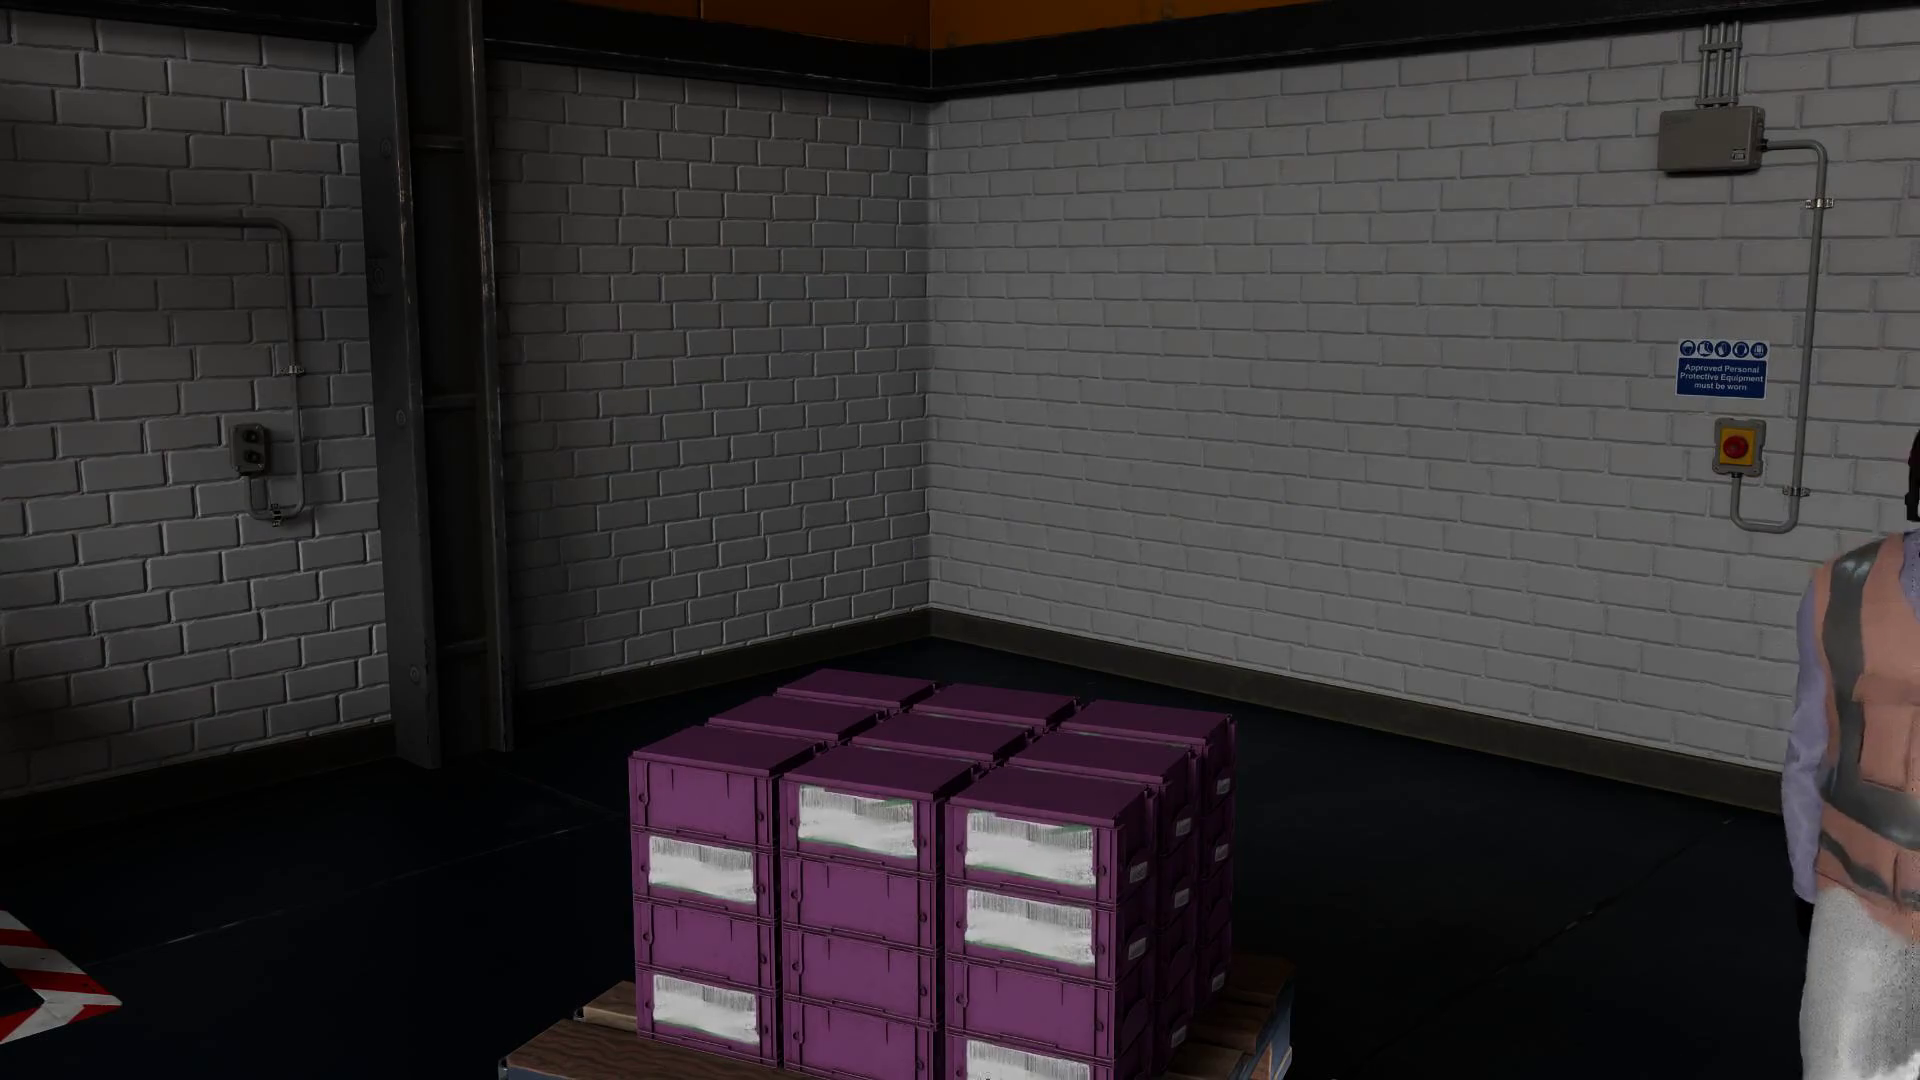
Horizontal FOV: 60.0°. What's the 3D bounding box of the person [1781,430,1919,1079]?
[{"bbox_3d":[1.736,0.660,2.922,0.624,1.791,0.954,7,12,38],"label":"person"}]
